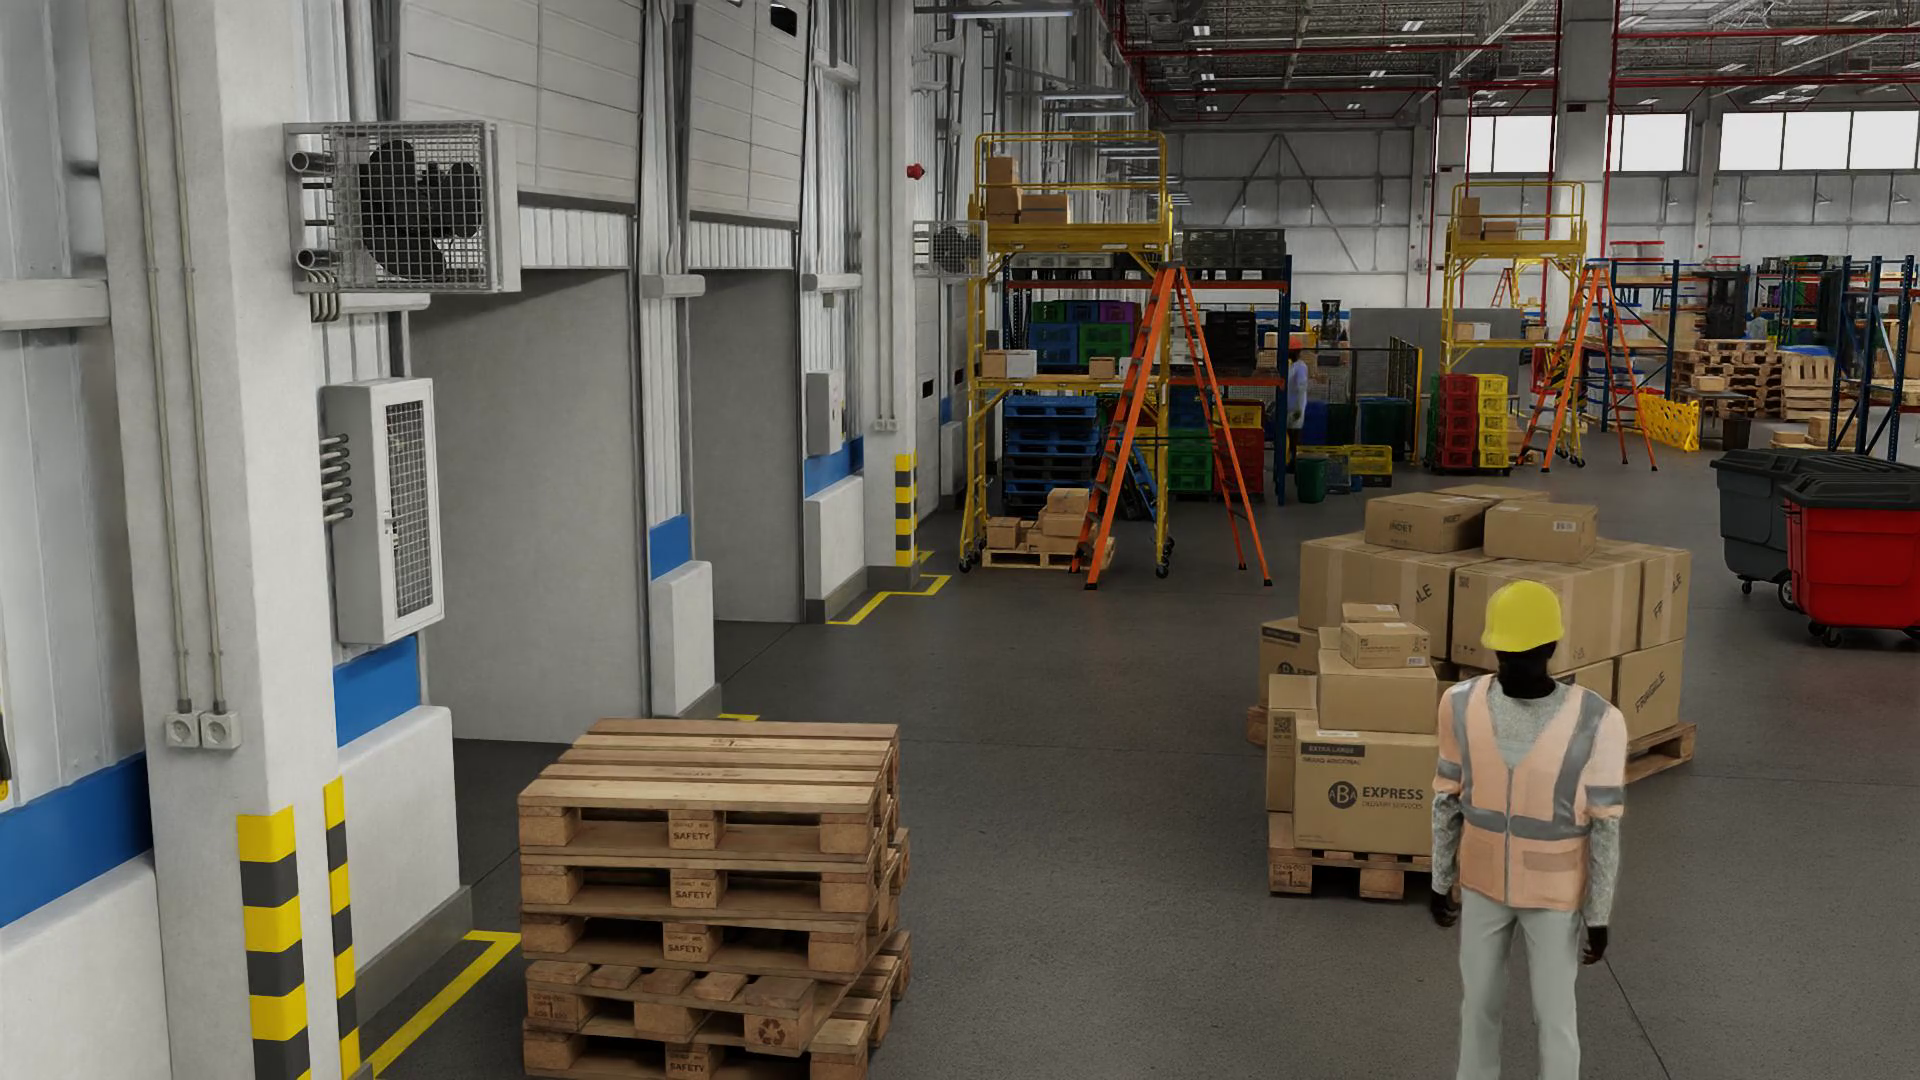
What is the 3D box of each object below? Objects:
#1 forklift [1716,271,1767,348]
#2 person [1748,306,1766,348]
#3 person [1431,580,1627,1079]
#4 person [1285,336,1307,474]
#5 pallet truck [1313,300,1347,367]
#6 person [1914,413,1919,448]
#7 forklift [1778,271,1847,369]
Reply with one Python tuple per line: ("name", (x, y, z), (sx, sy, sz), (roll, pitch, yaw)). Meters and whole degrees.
("forklift", (22.098, -6.311, 47.686), (1.873, 2.768, 1.129), (-3, 10, -17))
("person", (20.155, -4.944, 42.155), (0.632, 1.940, 0.372), (-8, 12, -41))
("person", (1.729, 1.065, 5.167), (0.588, 1.918, 0.399), (7, 12, 37))
("person", (4.666, -1.895, 23.363), (0.378, 1.932, 0.551), (-1, 9, -7))
("pallet truck", (11.159, -6.200, 49.718), (0.823, 1.965, 1.885), (4, 10, 26))
("person", (15.602, -2.338, 26.707), (0.320, 1.739, 0.485), (9, 13, 44))
("forklift", (20.019, -4.798, 38.359), (1.873, 2.768, 1.129), (1, 9, 9))
